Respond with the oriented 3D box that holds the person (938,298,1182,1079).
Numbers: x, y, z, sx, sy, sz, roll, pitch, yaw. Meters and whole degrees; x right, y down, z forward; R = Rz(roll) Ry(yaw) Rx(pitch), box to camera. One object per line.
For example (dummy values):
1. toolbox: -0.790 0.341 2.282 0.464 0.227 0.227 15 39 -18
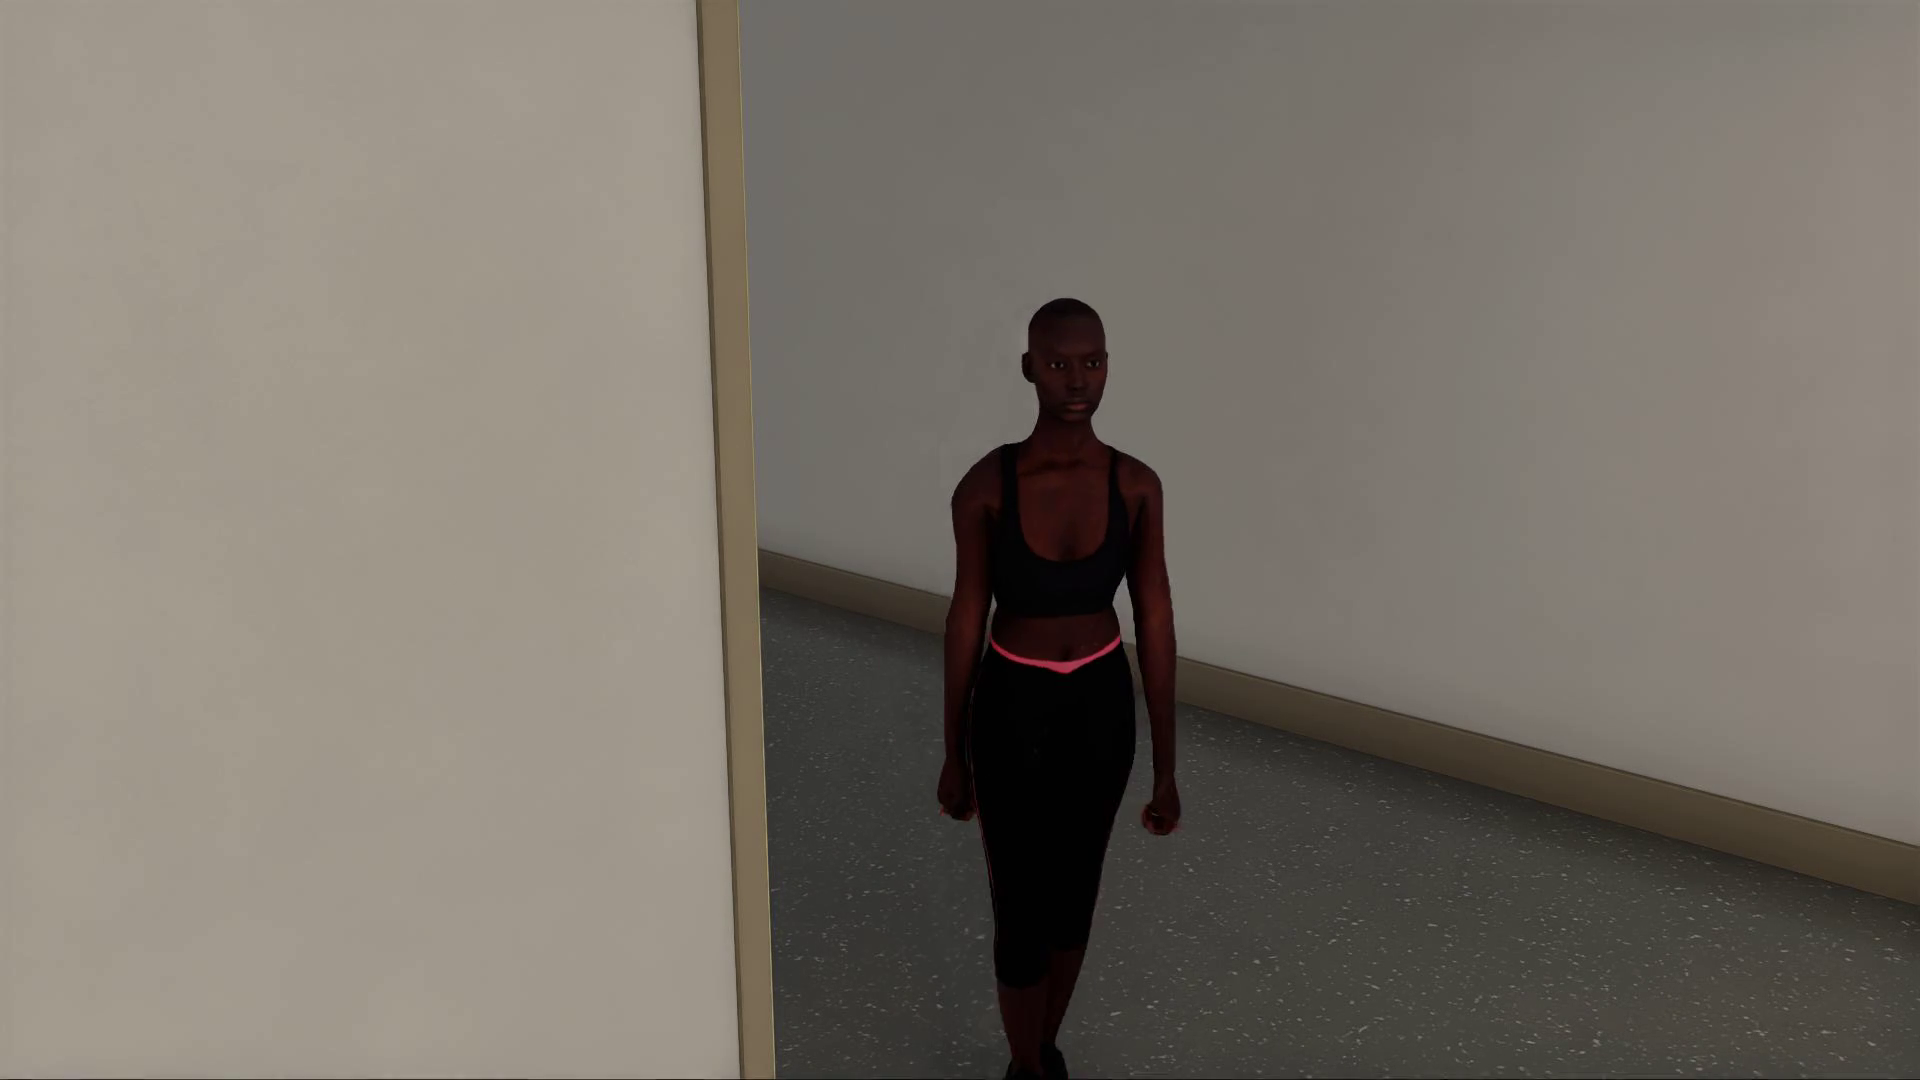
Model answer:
1. person: 0.176 0.371 3.428 0.772 1.750 0.835 -3 16 -11
